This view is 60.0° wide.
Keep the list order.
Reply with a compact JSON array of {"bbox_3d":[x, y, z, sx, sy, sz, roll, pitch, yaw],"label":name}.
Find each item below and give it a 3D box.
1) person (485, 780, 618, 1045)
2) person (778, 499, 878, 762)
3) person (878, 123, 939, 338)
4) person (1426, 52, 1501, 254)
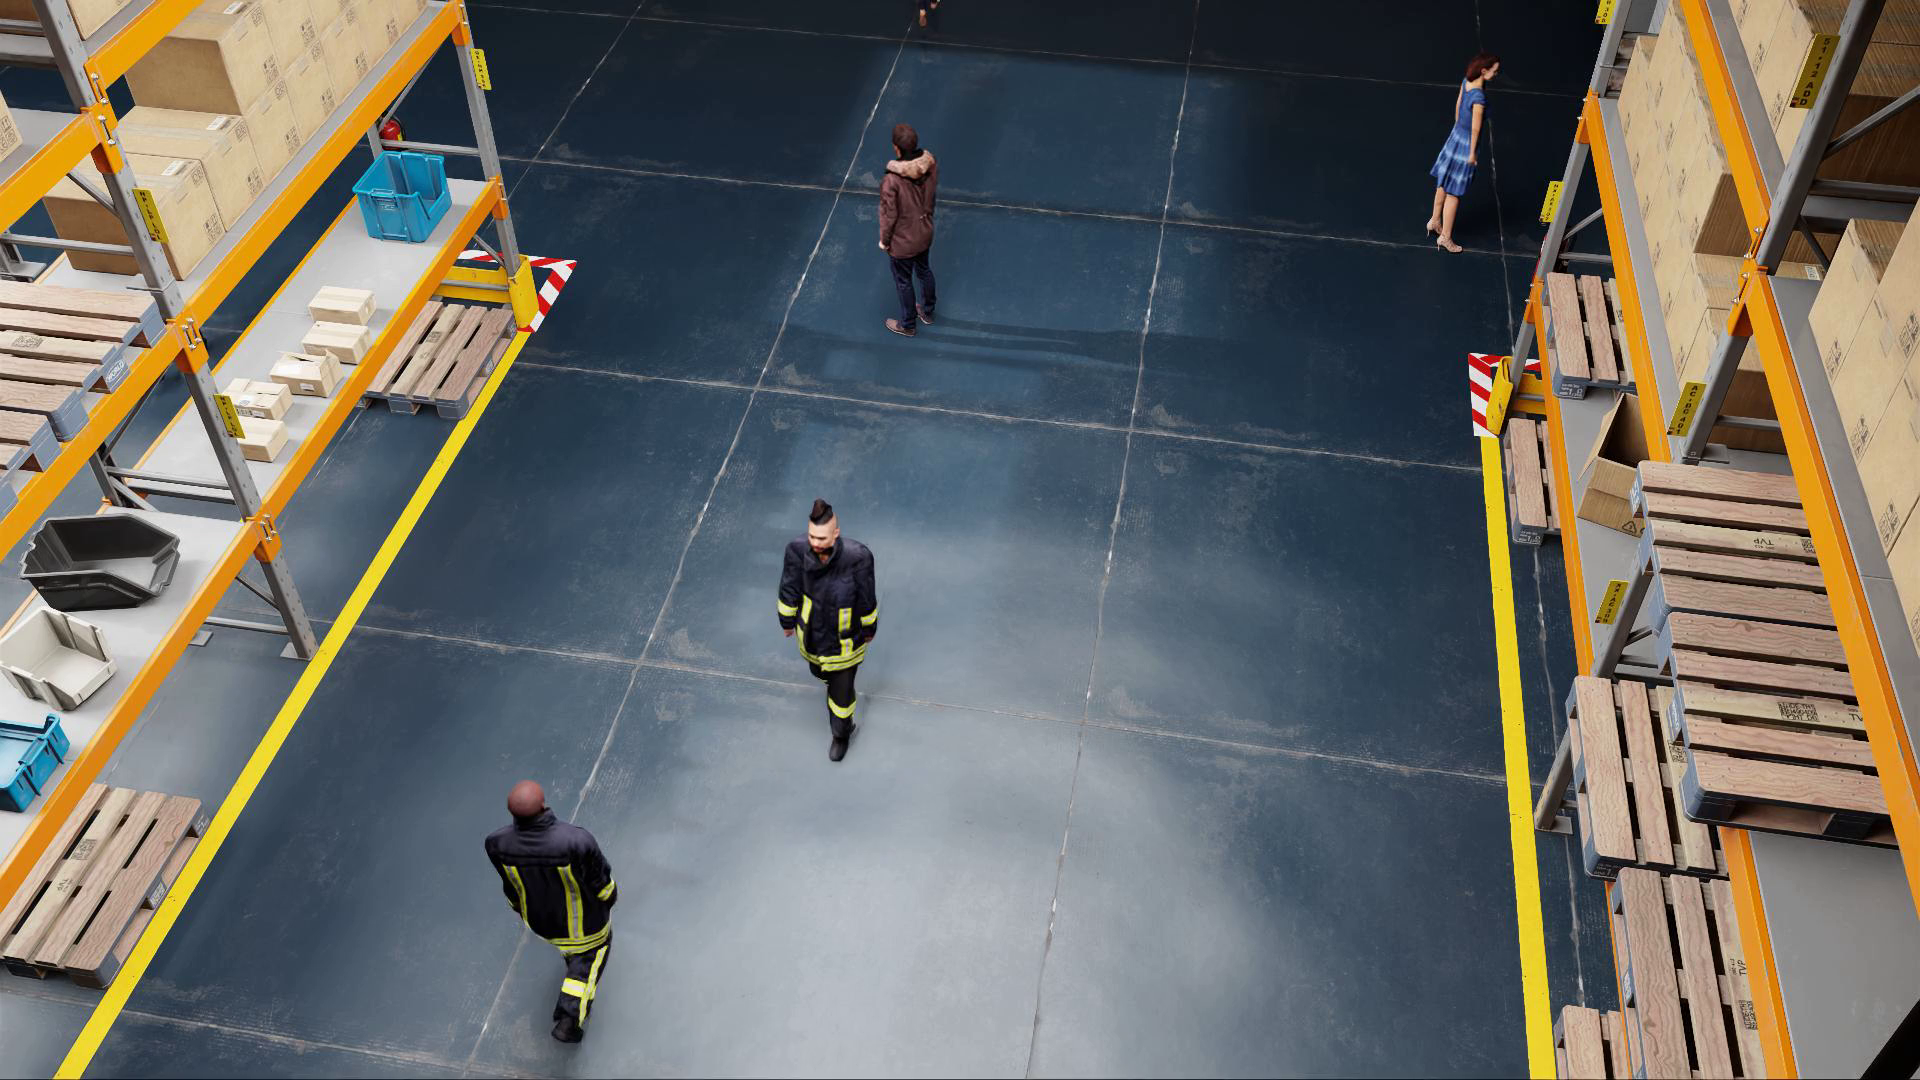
[{"bbox_3d":[-2.091,1.924,8.701,0.739,1.803,1.070,5,44,5],"label":"person"},{"bbox_3d":[-0.781,0.433,10.236,0.806,1.845,0.985,11,45,11],"label":"person"},{"bbox_3d":[-0.407,-2.468,13.281,0.928,1.845,0.819,32,52,29],"label":"person"},{"bbox_3d":[4.291,-3.315,14.198,0.783,1.807,0.605,-3,44,-3],"label":"person"}]
